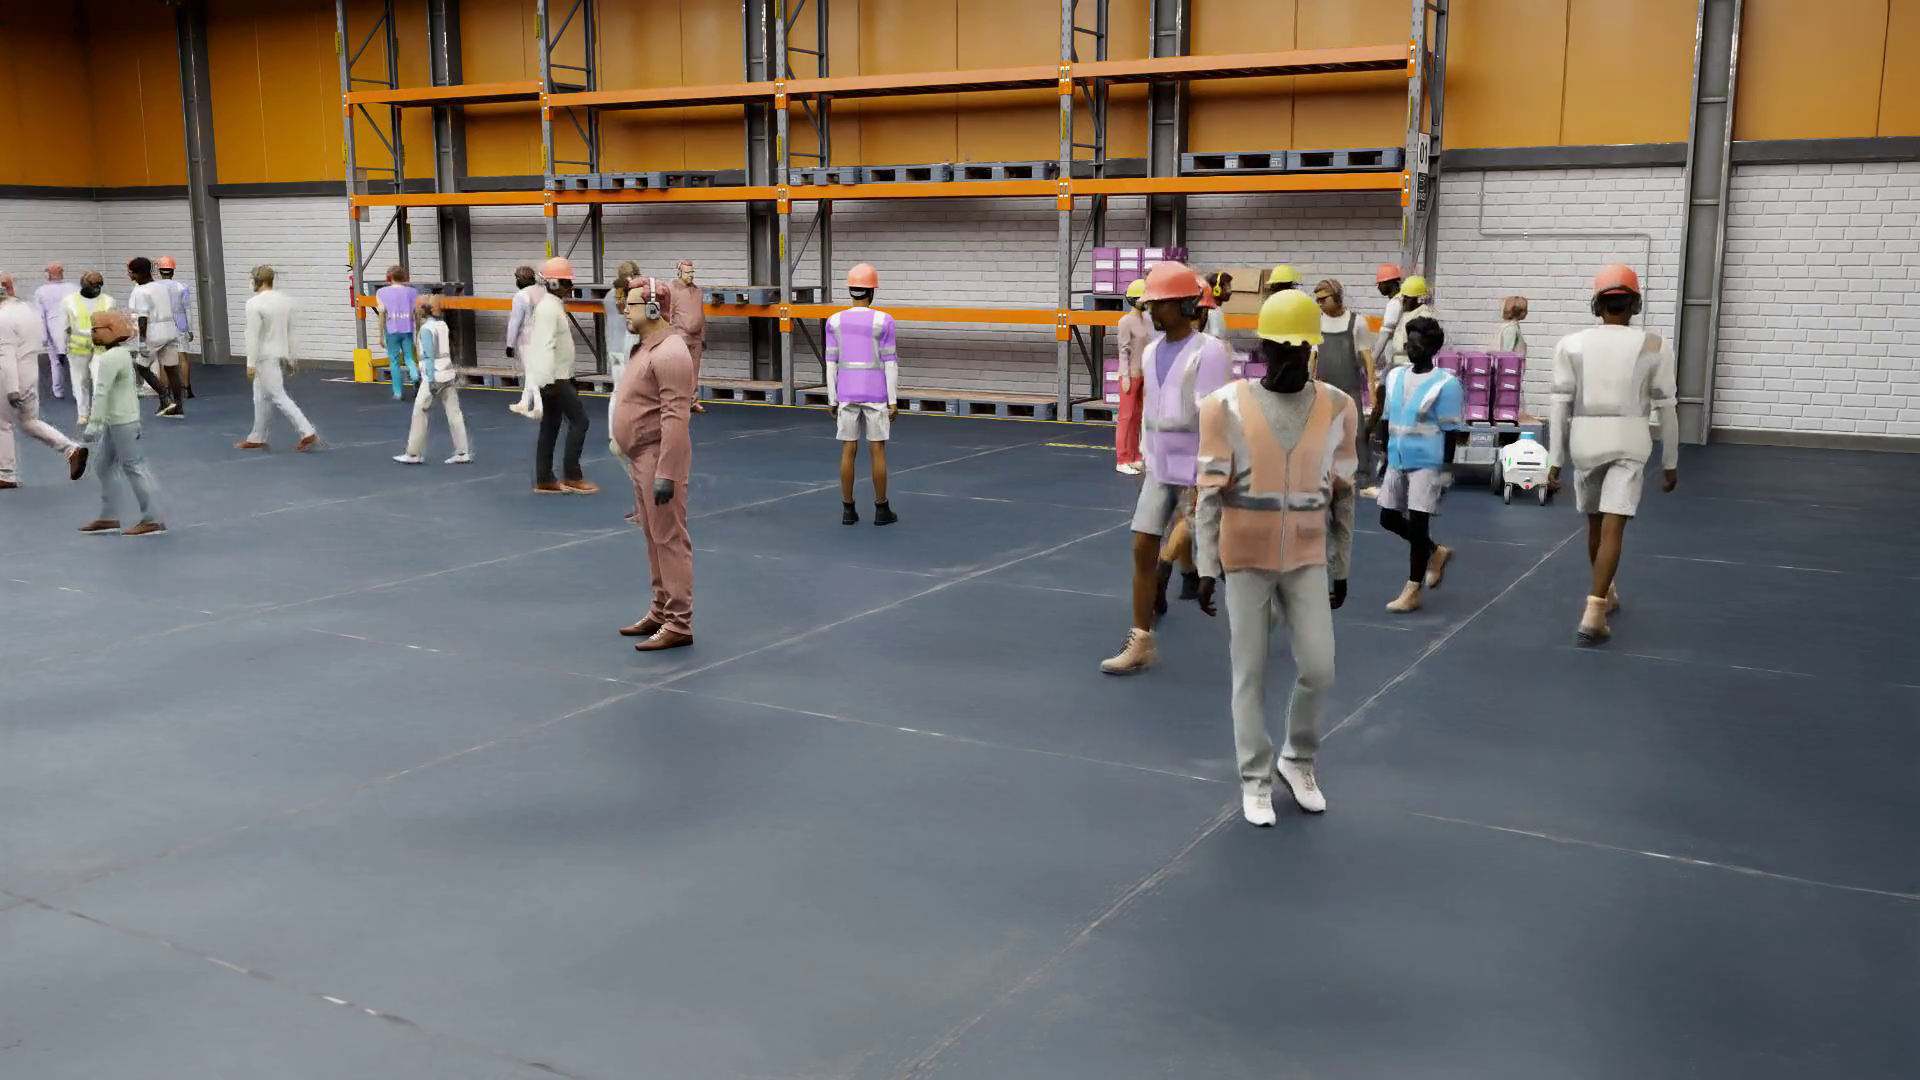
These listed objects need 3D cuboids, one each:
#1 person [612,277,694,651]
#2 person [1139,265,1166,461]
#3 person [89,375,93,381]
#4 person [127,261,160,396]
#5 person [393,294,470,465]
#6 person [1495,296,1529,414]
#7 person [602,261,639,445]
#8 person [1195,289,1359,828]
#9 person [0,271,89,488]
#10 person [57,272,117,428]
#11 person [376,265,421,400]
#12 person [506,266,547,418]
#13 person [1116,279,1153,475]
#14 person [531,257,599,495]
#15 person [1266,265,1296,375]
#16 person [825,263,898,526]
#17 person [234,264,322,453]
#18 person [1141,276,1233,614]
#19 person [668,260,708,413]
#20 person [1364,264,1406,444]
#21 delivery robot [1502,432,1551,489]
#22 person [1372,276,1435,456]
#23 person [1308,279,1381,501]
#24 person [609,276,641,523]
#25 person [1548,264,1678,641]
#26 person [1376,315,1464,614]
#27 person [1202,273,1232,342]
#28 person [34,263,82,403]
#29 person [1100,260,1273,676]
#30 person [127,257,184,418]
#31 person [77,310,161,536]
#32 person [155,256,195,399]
[{"bbox_3d":[-1.584,-0.391,8.586,0.407,1.910,0.640,-4,11,-21],"label":"person"},{"bbox_3d":[2.034,-1.707,16.092,0.935,1.907,0.636,-4,11,-20],"label":"person"},{"bbox_3d":[-13.393,-3.280,25.637,0.553,1.647,0.658,-7,12,-36],"label":"person"},{"bbox_3d":[-11.361,-2.951,23.143,0.355,1.887,0.573,-7,12,-36],"label":"person"},{"bbox_3d":[-5.032,-1.512,15.747,0.775,1.610,0.511,1,10,8],"label":"person"},{"bbox_3d":[5.149,-1.516,15.802,0.773,1.610,0.525,3,10,15],"label":"person"},{"bbox_3d":[-3.430,-1.902,17.124,0.378,1.925,0.632,-10,14,-44],"label":"person"},{"bbox_3d":[1.132,0.066,5.970,0.613,1.916,0.424,-1,10,-3],"label":"person"},{"bbox_3d":[-7.997,-1.362,14.202,0.809,1.864,0.643,-1,10,-8],"label":"person"},{"bbox_3d":[-9.977,-2.174,19.073,0.655,1.780,0.981,-7,12,-33],"label":"person"},{"bbox_3d":[-7.479,-2.761,22.246,0.564,1.829,0.601,-8,13,-37],"label":"person"},{"bbox_3d":[-5.294,-2.383,20.095,0.741,1.819,0.659,4,11,21],"label":"person"},{"bbox_3d":[1.613,-1.487,15.192,0.309,1.769,0.523,6,12,32],"label":"person"},{"bbox_3d":[-3.278,-1.356,13.883,0.674,1.973,0.617,-3,10,-16],"label":"person"},{"bbox_3d":[3.391,-1.834,16.858,0.917,1.887,0.605,3,10,14],"label":"person"},{"bbox_3d":[-0.718,-1.072,12.351,0.542,1.939,0.365,2,10,12],"label":"person"},{"bbox_3d":[-6.876,-1.814,16.680,0.976,1.901,0.639,1,10,8],"label":"person"},{"bbox_3d":[1.252,-0.539,9.450,0.533,1.909,0.904,8,13,37],"label":"person"},{"bbox_3d":[-3.373,-2.494,20.528,0.403,1.900,0.636,7,12,35],"label":"person"},{"bbox_3d":[4.358,-1.856,16.942,0.969,1.874,0.575,4,11,19],"label":"person"},{"bbox_3d":[4.608,-0.636,13.538,0.477,0.478,0.707,3,10,15],"label":"delivery robot"},{"bbox_3d":[4.511,-1.686,16.271,0.781,1.793,0.620,0,10,1],"label":"person"},{"bbox_3d":[3.146,-1.203,13.482,0.701,1.804,0.429,4,11,23],"label":"person"},{"bbox_3d":[-2.398,-1.029,12.378,0.470,1.847,0.562,-5,11,-26],"label":"person"},{"bbox_3d":[3.495,-0.481,8.927,0.639,1.977,1.109,6,12,30],"label":"person"},{"bbox_3d":[2.644,-0.438,9.468,0.552,1.682,0.546,-6,12,-31],"label":"person"},{"bbox_3d":[2.445,-1.680,16.157,0.982,1.822,0.543,2,10,12],"label":"person"},{"bbox_3d":[-11.957,-2.758,22.188,0.637,1.846,1.043,-6,12,-31],"label":"person"},{"bbox_3d":[1.134,-0.357,8.146,0.988,2.015,0.615,-7,12,-35],"label":"person"},{"bbox_3d":[-9.614,-2.407,19.919,0.471,1.930,0.728,2,10,14],"label":"person"},{"bbox_3d":[-6.073,-0.813,11.805,0.675,1.608,0.514,-4,11,-20],"label":"person"},{"bbox_3d":[-10.714,-2.880,22.594,0.550,1.937,0.357,-5,11,-25],"label":"person"}]
